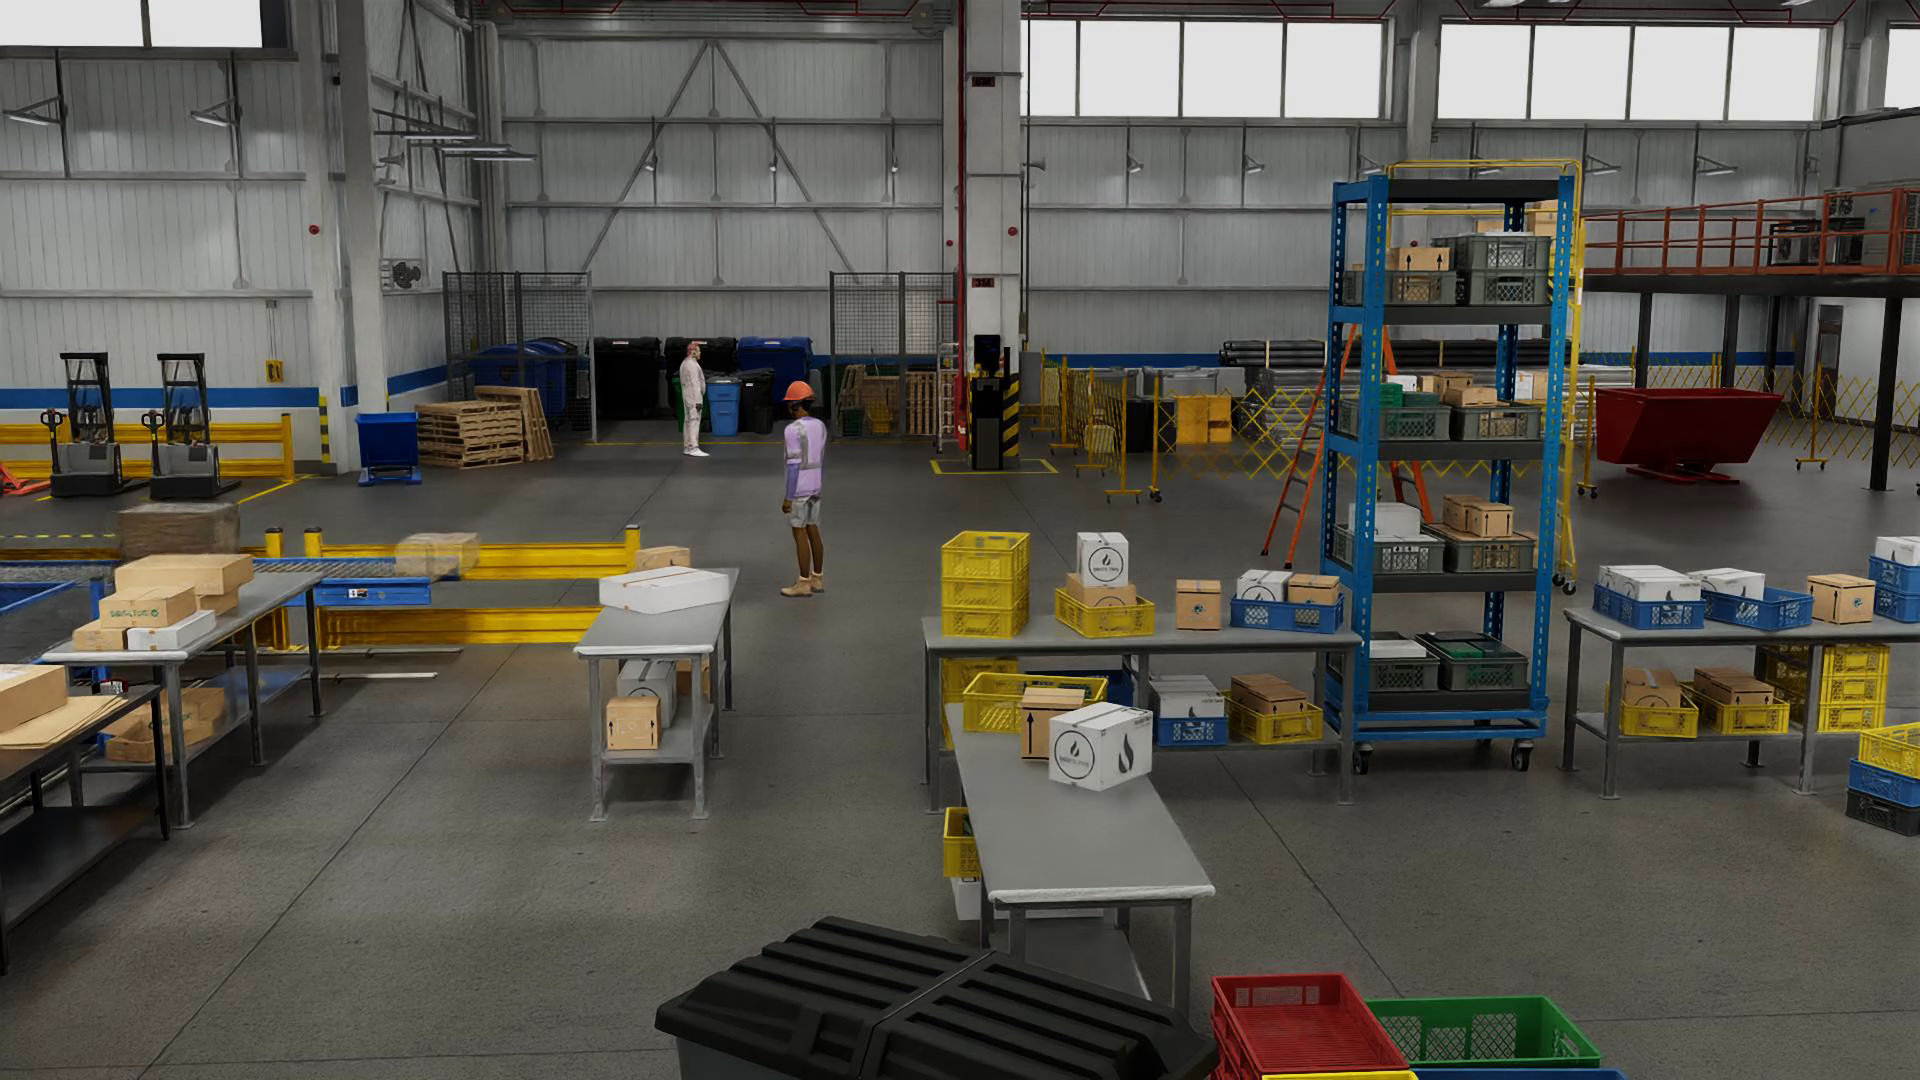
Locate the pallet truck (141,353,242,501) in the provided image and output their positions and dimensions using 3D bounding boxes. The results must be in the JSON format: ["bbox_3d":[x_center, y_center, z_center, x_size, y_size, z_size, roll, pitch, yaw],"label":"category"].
[{"bbox_3d":[-10.520,-1.604,22.925,0.823,1.965,1.885,-1,9,-6],"label":"pallet truck"}]

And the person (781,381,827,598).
[{"bbox_3d":[-1.504,-0.477,15.703,0.377,2.041,0.616,4,10,24],"label":"person"}]

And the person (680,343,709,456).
[{"bbox_3d":[-4.459,-2.357,27.939,0.403,1.906,0.651,-5,10,-28],"label":"person"}]

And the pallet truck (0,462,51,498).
[{"bbox_3d":[-13.193,-1.293,23.148,0.653,1.274,1.630,-1,9,-4],"label":"pallet truck"}]

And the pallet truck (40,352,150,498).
[{"bbox_3d":[-11.907,-1.642,23.165,0.823,1.965,1.885,0,9,0],"label":"pallet truck"}]
